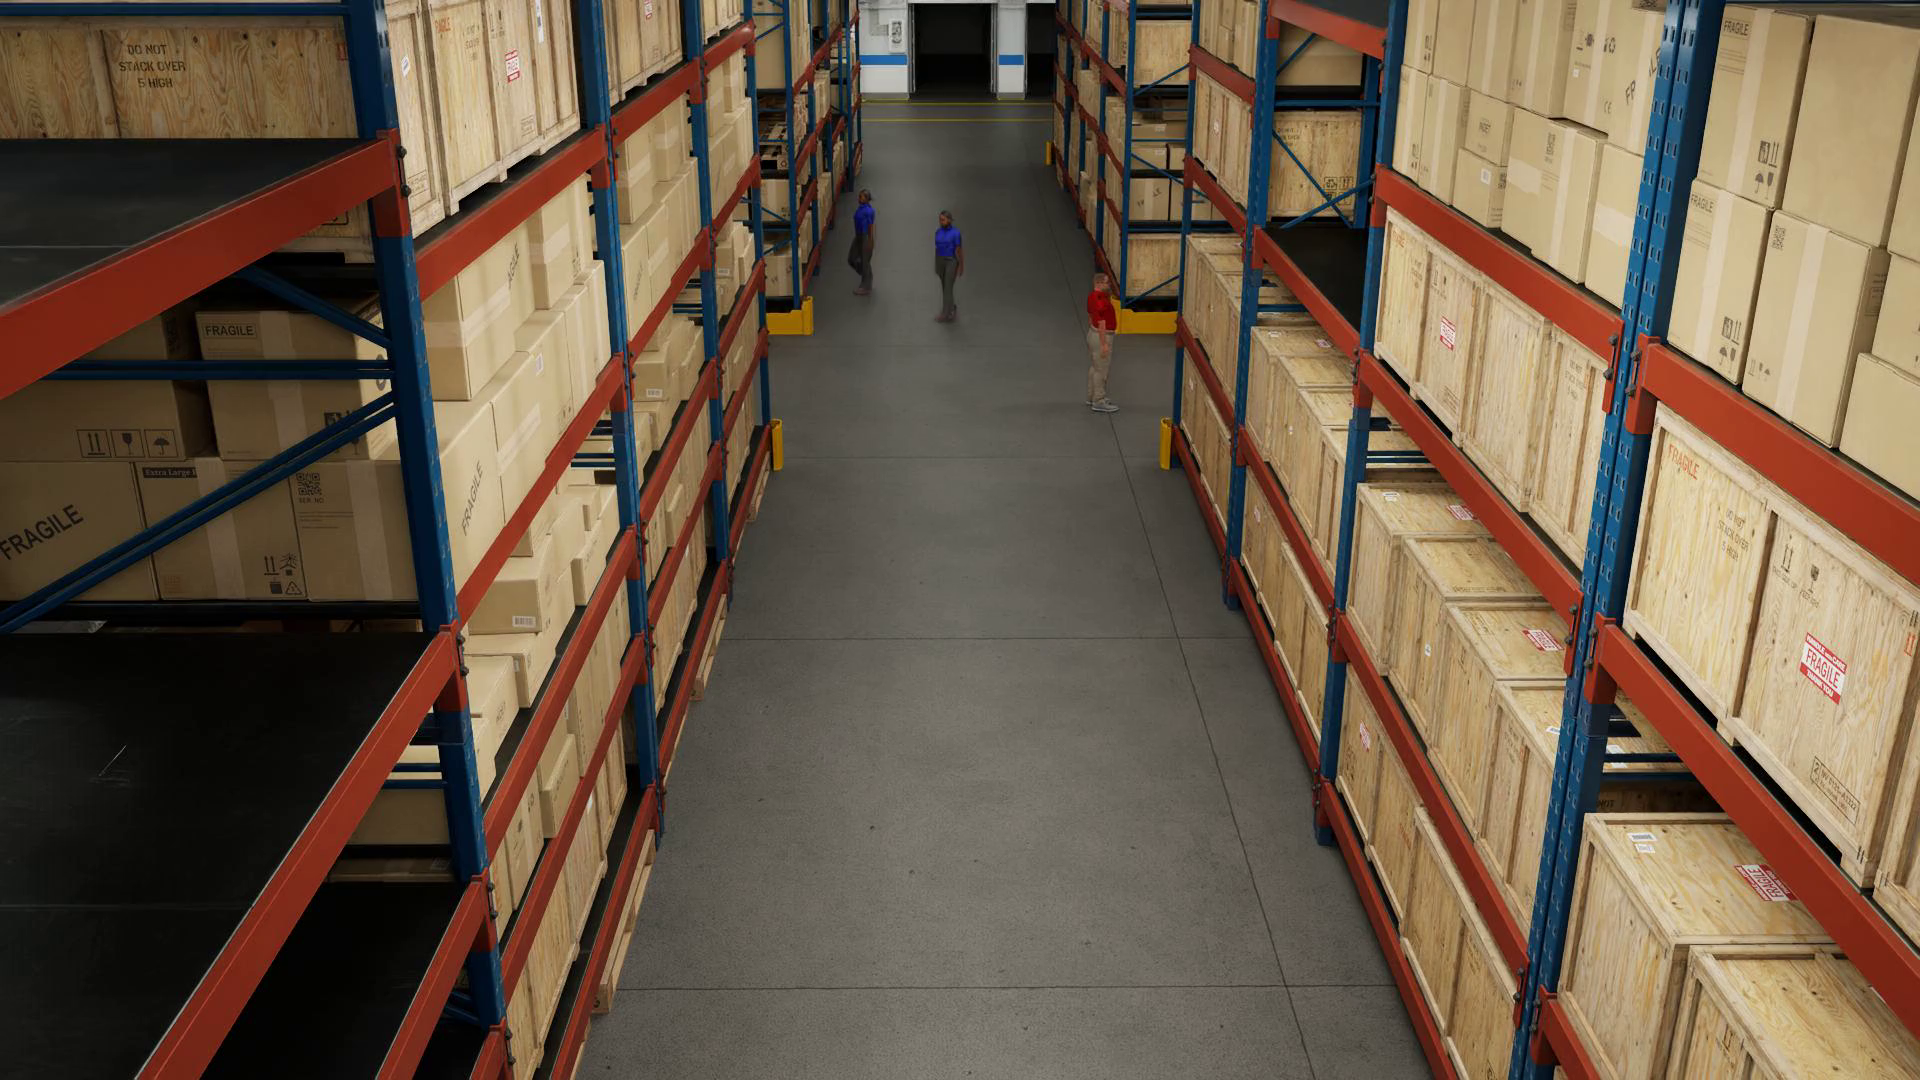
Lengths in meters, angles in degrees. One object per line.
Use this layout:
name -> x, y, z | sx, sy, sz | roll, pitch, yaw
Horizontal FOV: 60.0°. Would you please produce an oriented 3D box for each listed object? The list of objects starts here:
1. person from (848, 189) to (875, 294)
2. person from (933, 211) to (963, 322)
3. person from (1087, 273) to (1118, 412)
person -> -1.558, -4.820, 26.873 | 0.465, 1.652, 0.459 | -14, 25, -31
person -> -0.238, -4.138, 25.163 | 0.472, 1.646, 0.715 | 13, 25, 30
person -> 1.792, -2.505, 20.917 | 0.369, 1.730, 0.527 | -3, 22, -8
